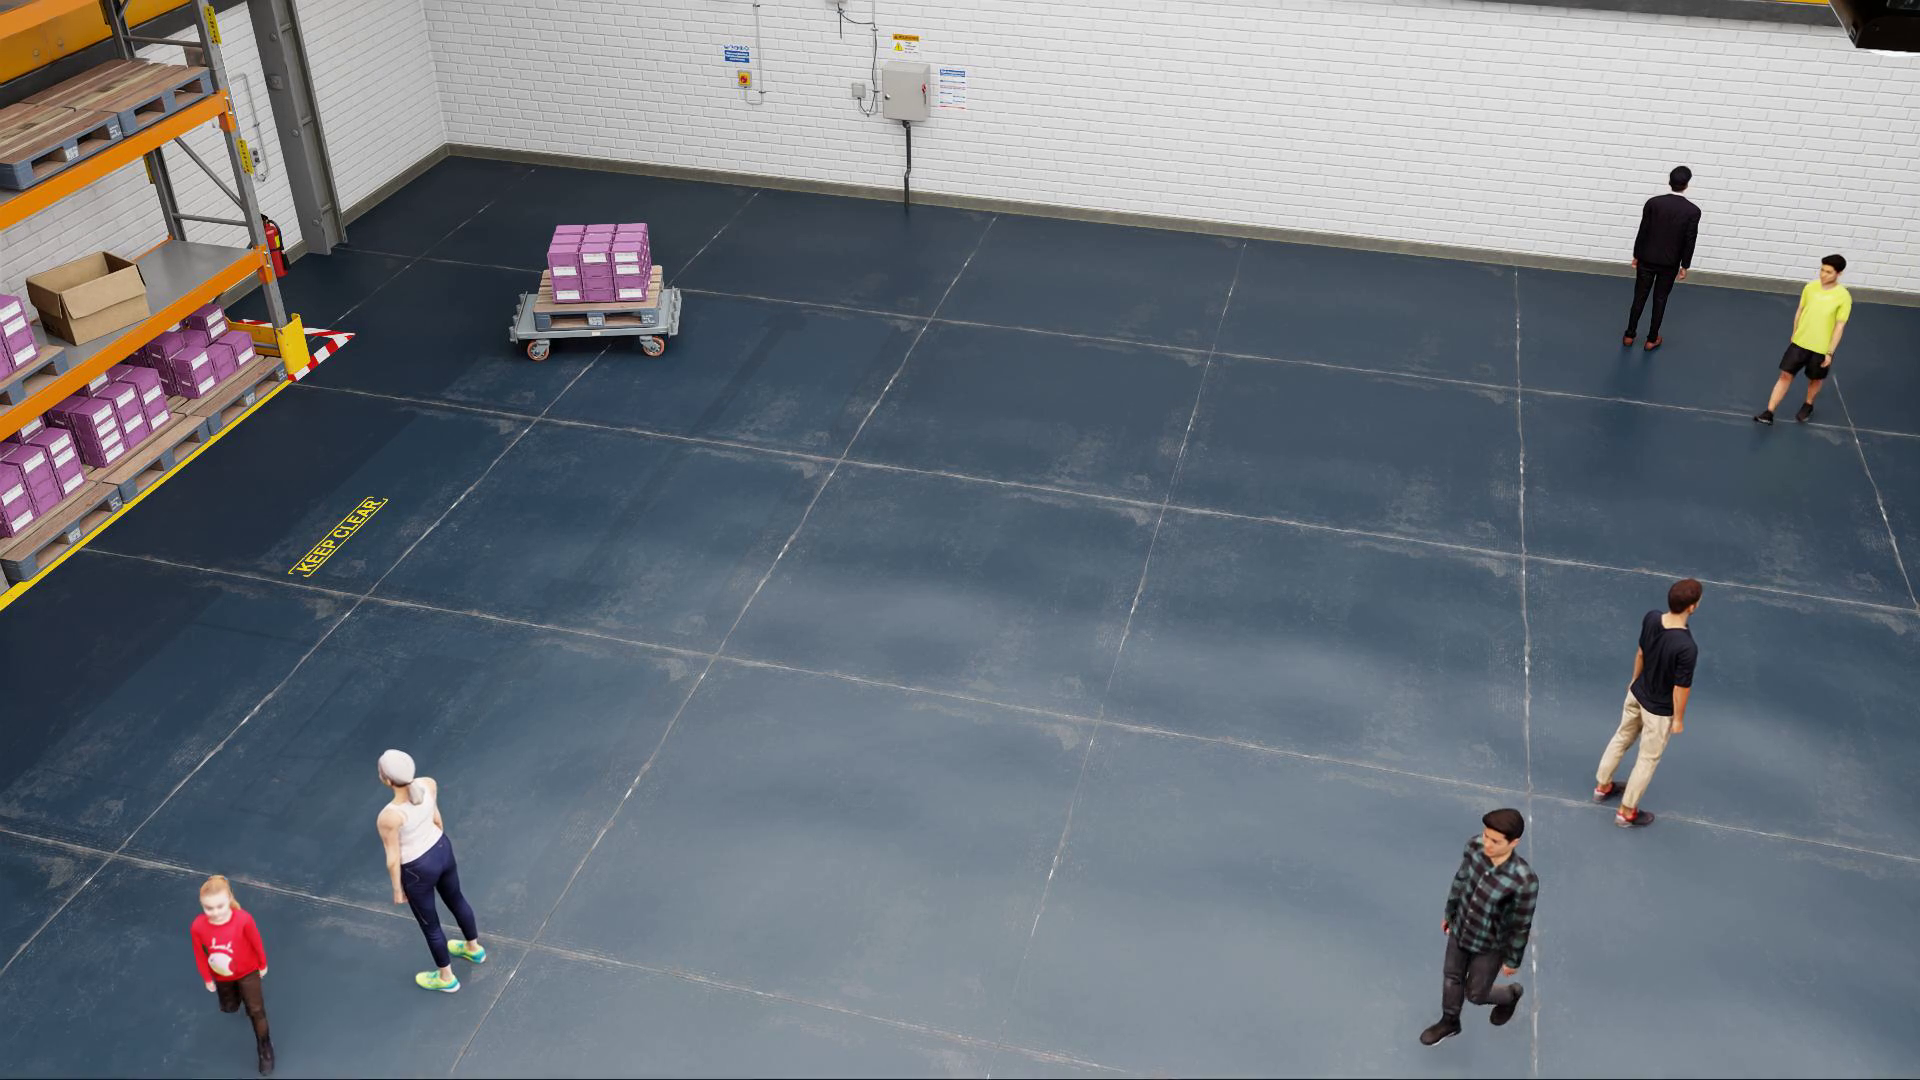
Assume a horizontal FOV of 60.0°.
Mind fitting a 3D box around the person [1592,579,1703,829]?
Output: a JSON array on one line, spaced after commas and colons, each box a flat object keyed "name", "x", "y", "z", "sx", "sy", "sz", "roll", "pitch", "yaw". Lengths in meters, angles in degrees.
[{"name": "person", "x": 4.469, "y": 1.040, "z": 10.725, "sx": 0.777, "sy": 1.850, "sz": 0.666, "roll": -9, "pitch": 35, "yaw": -13}]

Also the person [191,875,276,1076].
[{"name": "person", "x": -4.039, "y": 2.356, "z": 9.269, "sx": 0.711, "sy": 1.268, "sz": 0.875, "roll": -8, "pitch": 34, "yaw": -12}]

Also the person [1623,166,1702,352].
[{"name": "person", "x": 6.925, "y": -2.792, "z": 16.460, "sx": 0.754, "sy": 1.882, "sz": 0.644, "roll": 17, "pitch": 37, "yaw": 24}]

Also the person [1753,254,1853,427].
[{"name": "person", "x": 7.846, "y": -1.821, "z": 15.197, "sx": 1.156, "sy": 1.664, "sz": 1.007, "roll": -26, "pitch": 42, "yaw": -33}]

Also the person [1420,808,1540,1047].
[{"name": "person", "x": 2.910, "y": 2.103, "z": 9.072, "sx": 0.978, "sy": 1.701, "sz": 0.944, "roll": -17, "pitch": 37, "yaw": -24}]

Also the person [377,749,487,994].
[{"name": "person", "x": -3.065, "y": 1.891, "z": 9.582, "sx": 0.679, "sy": 1.698, "sz": 0.531, "roll": 14, "pitch": 36, "yaw": 20}]
